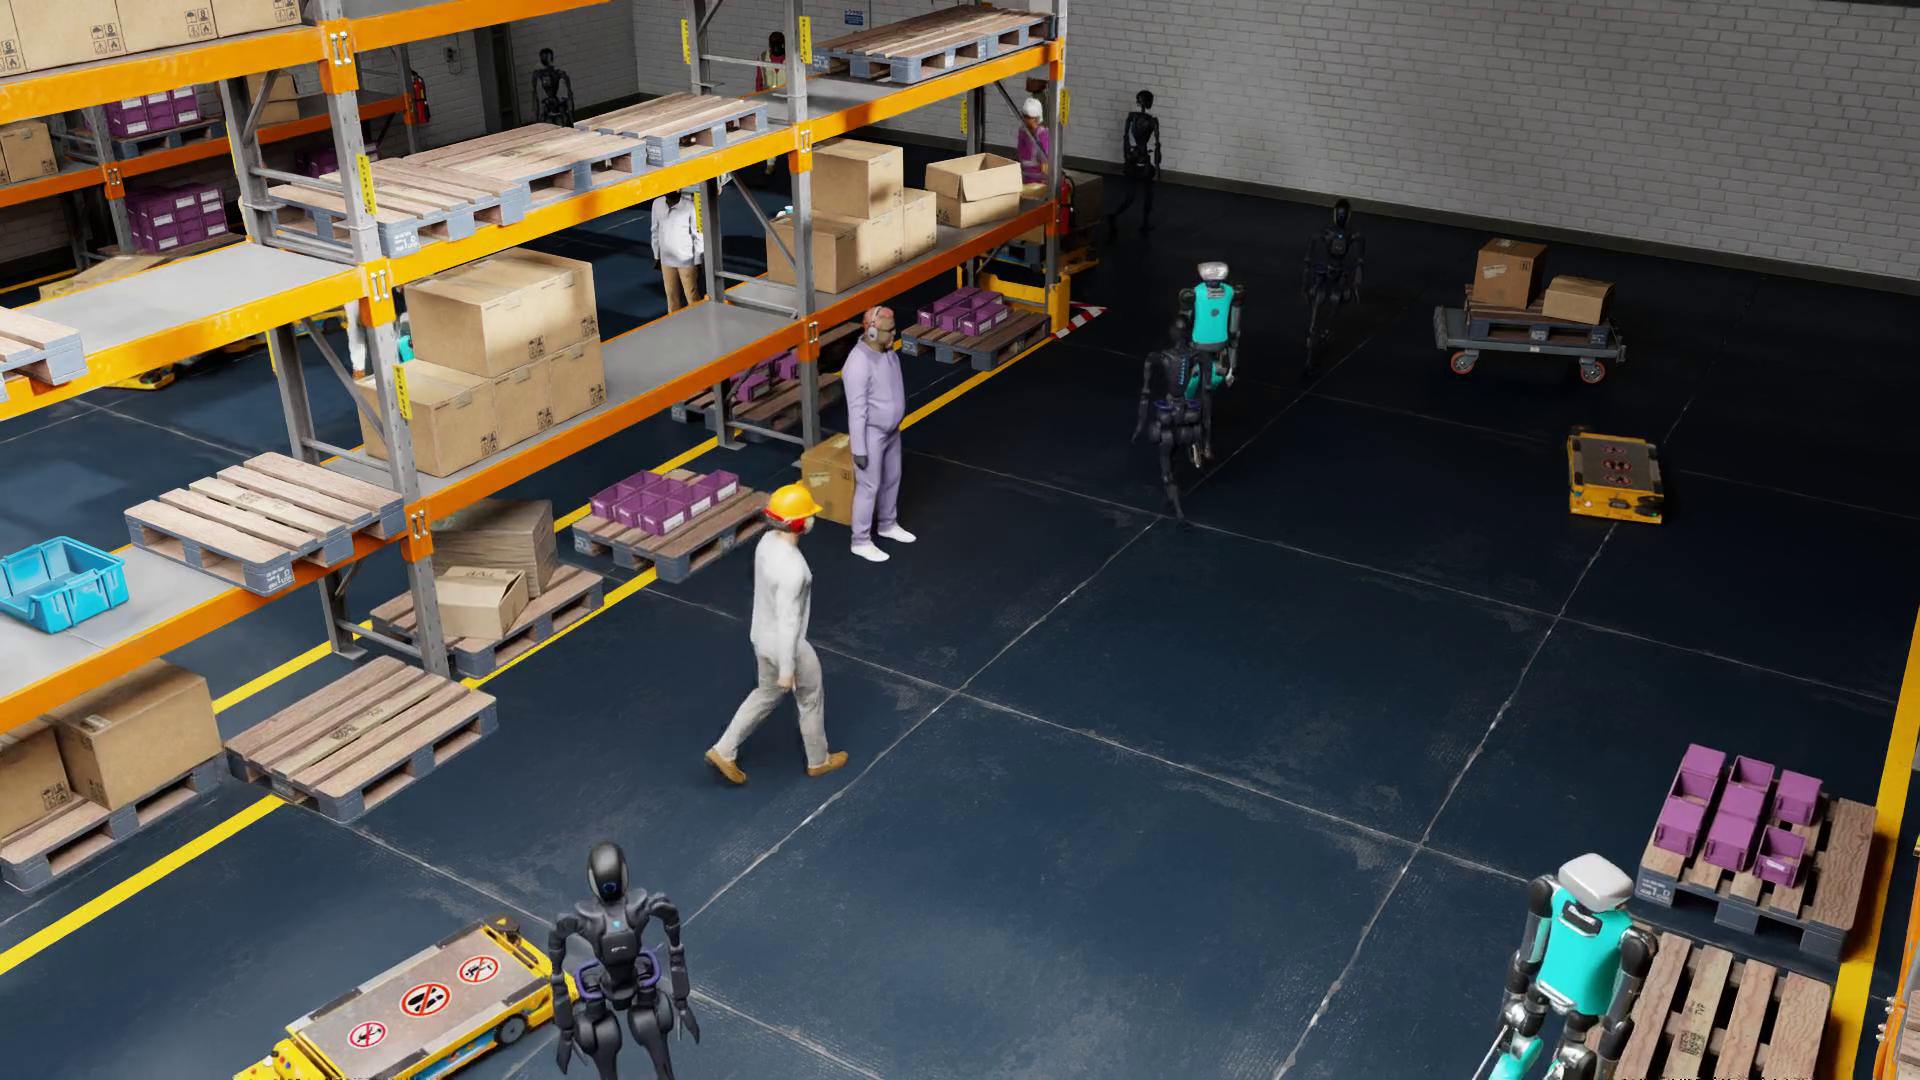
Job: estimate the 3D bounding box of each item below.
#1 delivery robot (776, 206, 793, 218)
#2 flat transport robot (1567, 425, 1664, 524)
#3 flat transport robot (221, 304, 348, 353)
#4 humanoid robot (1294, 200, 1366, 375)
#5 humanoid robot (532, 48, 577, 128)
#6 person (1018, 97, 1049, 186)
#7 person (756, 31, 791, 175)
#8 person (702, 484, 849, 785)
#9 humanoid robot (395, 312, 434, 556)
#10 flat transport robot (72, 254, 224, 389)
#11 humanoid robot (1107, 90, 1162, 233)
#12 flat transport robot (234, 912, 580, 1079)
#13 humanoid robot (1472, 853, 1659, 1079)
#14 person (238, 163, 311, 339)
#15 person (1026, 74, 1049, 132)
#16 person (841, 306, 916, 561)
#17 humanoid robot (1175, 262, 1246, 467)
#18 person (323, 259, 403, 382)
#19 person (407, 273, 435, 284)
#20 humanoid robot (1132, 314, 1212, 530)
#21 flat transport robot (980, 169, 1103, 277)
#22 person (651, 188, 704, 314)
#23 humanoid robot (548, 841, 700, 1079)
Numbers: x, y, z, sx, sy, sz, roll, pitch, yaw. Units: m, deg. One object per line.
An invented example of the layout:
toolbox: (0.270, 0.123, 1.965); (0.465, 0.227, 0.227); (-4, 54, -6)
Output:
delivery robot: (-1.900, -3.447, 18.678); (0.499, 0.598, 0.802); (-1, 27, -2)
flat transport robot: (5.203, -0.530, 13.243); (0.659, 0.231, 1.431); (8, 28, 15)
flat transport robot: (-6.649, -2.166, 16.467); (1.431, 0.231, 0.659); (-20, 33, -34)
humanoid robot: (3.385, -2.297, 15.202); (0.609, 1.635, 0.651); (0, 27, 1)
humanoid robot: (-5.232, -5.586, 21.677); (0.601, 1.636, 0.668); (5, 27, 9)
person: (0.748, -3.919, 18.190); (0.510, 1.828, 0.580); (-17, 32, -31)
person: (-2.341, -5.686, 21.667); (0.633, 1.839, 0.429); (2, 27, 3)
person: (-1.059, 0.567, 9.327); (0.800, 1.865, 0.572); (-14, 30, -25)
humanoid robot: (-3.777, -0.709, 11.982); (0.530, 1.774, 0.790); (-8, 28, -16)
flat transport robot: (-7.471, -1.761, 15.668); (0.659, 0.231, 1.431); (4, 27, 8)
humanoid robot: (2.044, -4.372, 19.274); (0.632, 1.630, 0.615); (-21, 34, -35)
flat transport robot: (-2.537, 2.267, 7.731); (0.659, 0.231, 1.431); (23, 35, 37)
humanoid robot: (2.175, 2.096, 6.470); (0.790, 1.796, 0.531); (-18, 32, -31)
person: (-6.660, -2.799, 16.071); (0.561, 1.751, 0.323); (21, 34, 35)
person: (0.917, -4.996, 20.578); (0.876, 1.581, 0.525); (7, 28, 14)
person: (-0.583, -0.766, 11.915); (0.401, 1.898, 0.660); (11, 29, 21)
humanoid robot: (1.925, -1.422, 13.427); (0.530, 1.833, 0.733); (-4, 27, -8)
person: (-5.434, -2.434, 15.194); (0.698, 1.900, 0.698); (-4, 27, -7)
person: (-5.025, -2.554, 15.395); (0.506, 1.928, 0.490); (-14, 30, -25)
humanoid robot: (1.614, -0.872, 12.420); (0.613, 1.653, 0.500); (-5, 27, -10)
flat transport robot: (0.787, -3.208, 18.519); (1.431, 0.231, 0.659); (20, 33, 34)
person: (-2.700, -2.696, 15.868); (0.571, 1.750, 0.329); (12, 29, 22)
humanoid robot: (-1.373, 1.939, 6.819); (0.589, 1.655, 0.333); (-10, 29, -19)
